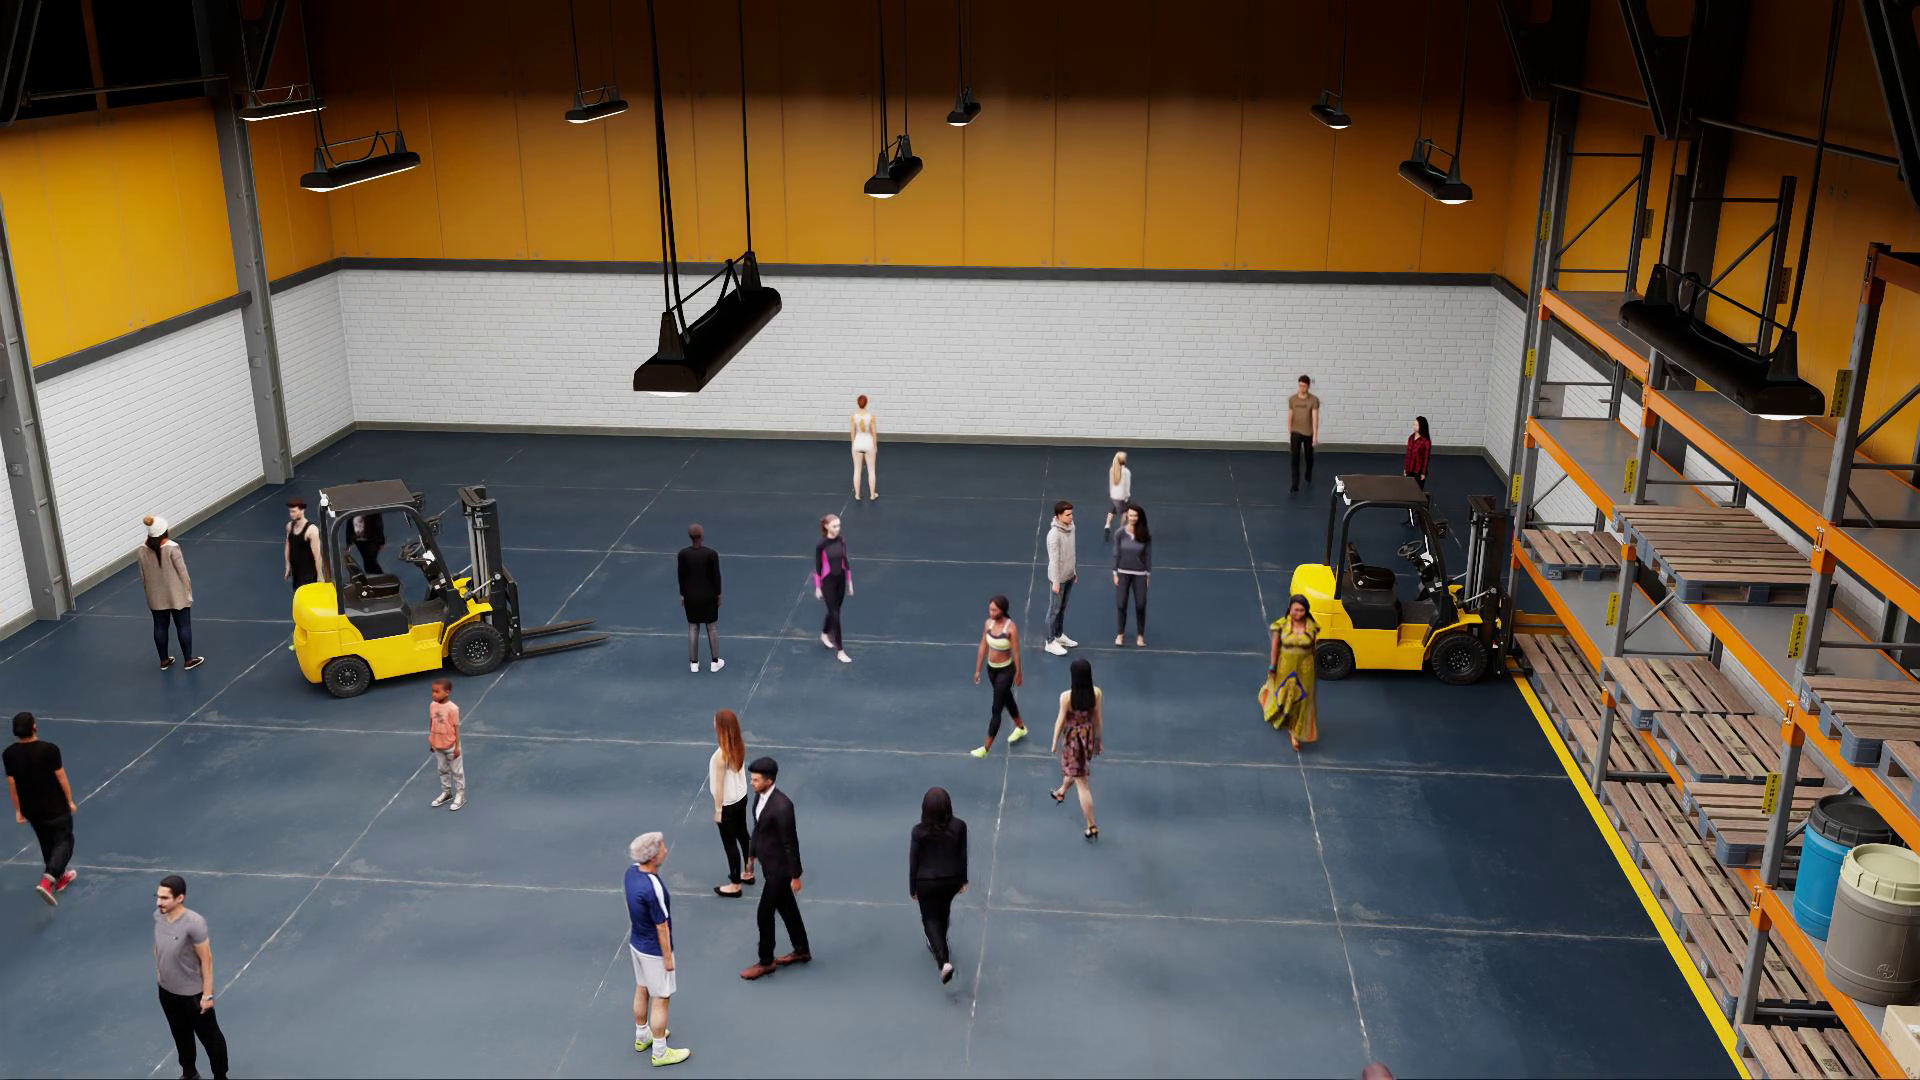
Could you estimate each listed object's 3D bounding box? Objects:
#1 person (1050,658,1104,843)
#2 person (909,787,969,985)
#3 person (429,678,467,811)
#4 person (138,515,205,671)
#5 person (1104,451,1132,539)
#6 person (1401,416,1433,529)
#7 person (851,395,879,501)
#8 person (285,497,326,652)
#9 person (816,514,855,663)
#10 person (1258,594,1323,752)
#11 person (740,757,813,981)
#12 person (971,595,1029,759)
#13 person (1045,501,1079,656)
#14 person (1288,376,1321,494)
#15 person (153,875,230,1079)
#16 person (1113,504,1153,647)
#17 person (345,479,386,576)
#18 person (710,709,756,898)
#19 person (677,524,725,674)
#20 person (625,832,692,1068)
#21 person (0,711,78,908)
[{"bbox_3d":[1.138,1.965,15.318,0.989,1.729,1.208,-9,21,-25],"label":"person"},{"bbox_3d":[-0.146,2.749,13.197,0.923,1.596,1.121,-7,20,-20],"label":"person"},{"bbox_3d":[-4.950,1.943,16.040,0.534,1.311,0.549,7,20,21],"label":"person"},{"bbox_3d":[-9.147,0.585,19.164,0.690,1.890,0.664,0,19,1],"label":"person"},{"bbox_3d":[2.245,-0.639,23.784,0.692,1.262,0.853,11,21,29],"label":"person"},{"bbox_3d":[6.678,-1.011,24.275,0.718,1.652,0.621,-10,21,-27],"label":"person"},{"bbox_3d":[-1.479,-1.424,25.515,0.550,1.643,0.452,2,19,5],"label":"person"},{"bbox_3d":[-7.750,0.359,19.869,1.032,1.869,1.200,14,23,35],"label":"person"},{"bbox_3d":[-1.527,0.520,19.633,0.962,1.713,1.044,-14,23,-35],"label":"person"},{"bbox_3d":[3.464,1.325,17.364,0.768,1.636,1.060,0,19,-1],"label":"person"},{"bbox_3d":[-1.365,2.579,13.304,1.016,1.851,0.974,-8,20,-23],"label":"person"},{"bbox_3d":[0.479,1.368,17.141,1.044,1.697,1.211,16,24,39],"label":"person"},{"bbox_3d":[1.191,0.418,19.719,0.810,1.853,0.668,11,21,28],"label":"person"},{"bbox_3d":[5.384,-1.668,25.945,0.938,1.832,1.230,9,21,25],"label":"person"},{"bbox_3d":[-5.467,3.150,11.760,0.672,1.754,0.631,7,20,19],"label":"person"},{"bbox_3d":[2.054,0.405,19.890,0.604,1.768,0.506,2,19,7],"label":"person"},{"bbox_3d":[-7.529,0.007,21.270,0.749,1.642,1.070,6,20,18],"label":"person"},{"bbox_3d":[-1.968,2.269,14.432,0.667,1.719,0.519,6,20,17],"label":"person"},{"bbox_3d":[-2.987,0.667,19.121,0.642,1.762,0.552,1,19,3],"label":"person"},{"bbox_3d":[-2.259,2.964,12.183,0.766,1.836,0.695,-14,23,-35],"label":"person"},{"bbox_3d":[-7.870,2.317,14.251,0.685,1.744,0.990,0,19,-1],"label":"person"}]
